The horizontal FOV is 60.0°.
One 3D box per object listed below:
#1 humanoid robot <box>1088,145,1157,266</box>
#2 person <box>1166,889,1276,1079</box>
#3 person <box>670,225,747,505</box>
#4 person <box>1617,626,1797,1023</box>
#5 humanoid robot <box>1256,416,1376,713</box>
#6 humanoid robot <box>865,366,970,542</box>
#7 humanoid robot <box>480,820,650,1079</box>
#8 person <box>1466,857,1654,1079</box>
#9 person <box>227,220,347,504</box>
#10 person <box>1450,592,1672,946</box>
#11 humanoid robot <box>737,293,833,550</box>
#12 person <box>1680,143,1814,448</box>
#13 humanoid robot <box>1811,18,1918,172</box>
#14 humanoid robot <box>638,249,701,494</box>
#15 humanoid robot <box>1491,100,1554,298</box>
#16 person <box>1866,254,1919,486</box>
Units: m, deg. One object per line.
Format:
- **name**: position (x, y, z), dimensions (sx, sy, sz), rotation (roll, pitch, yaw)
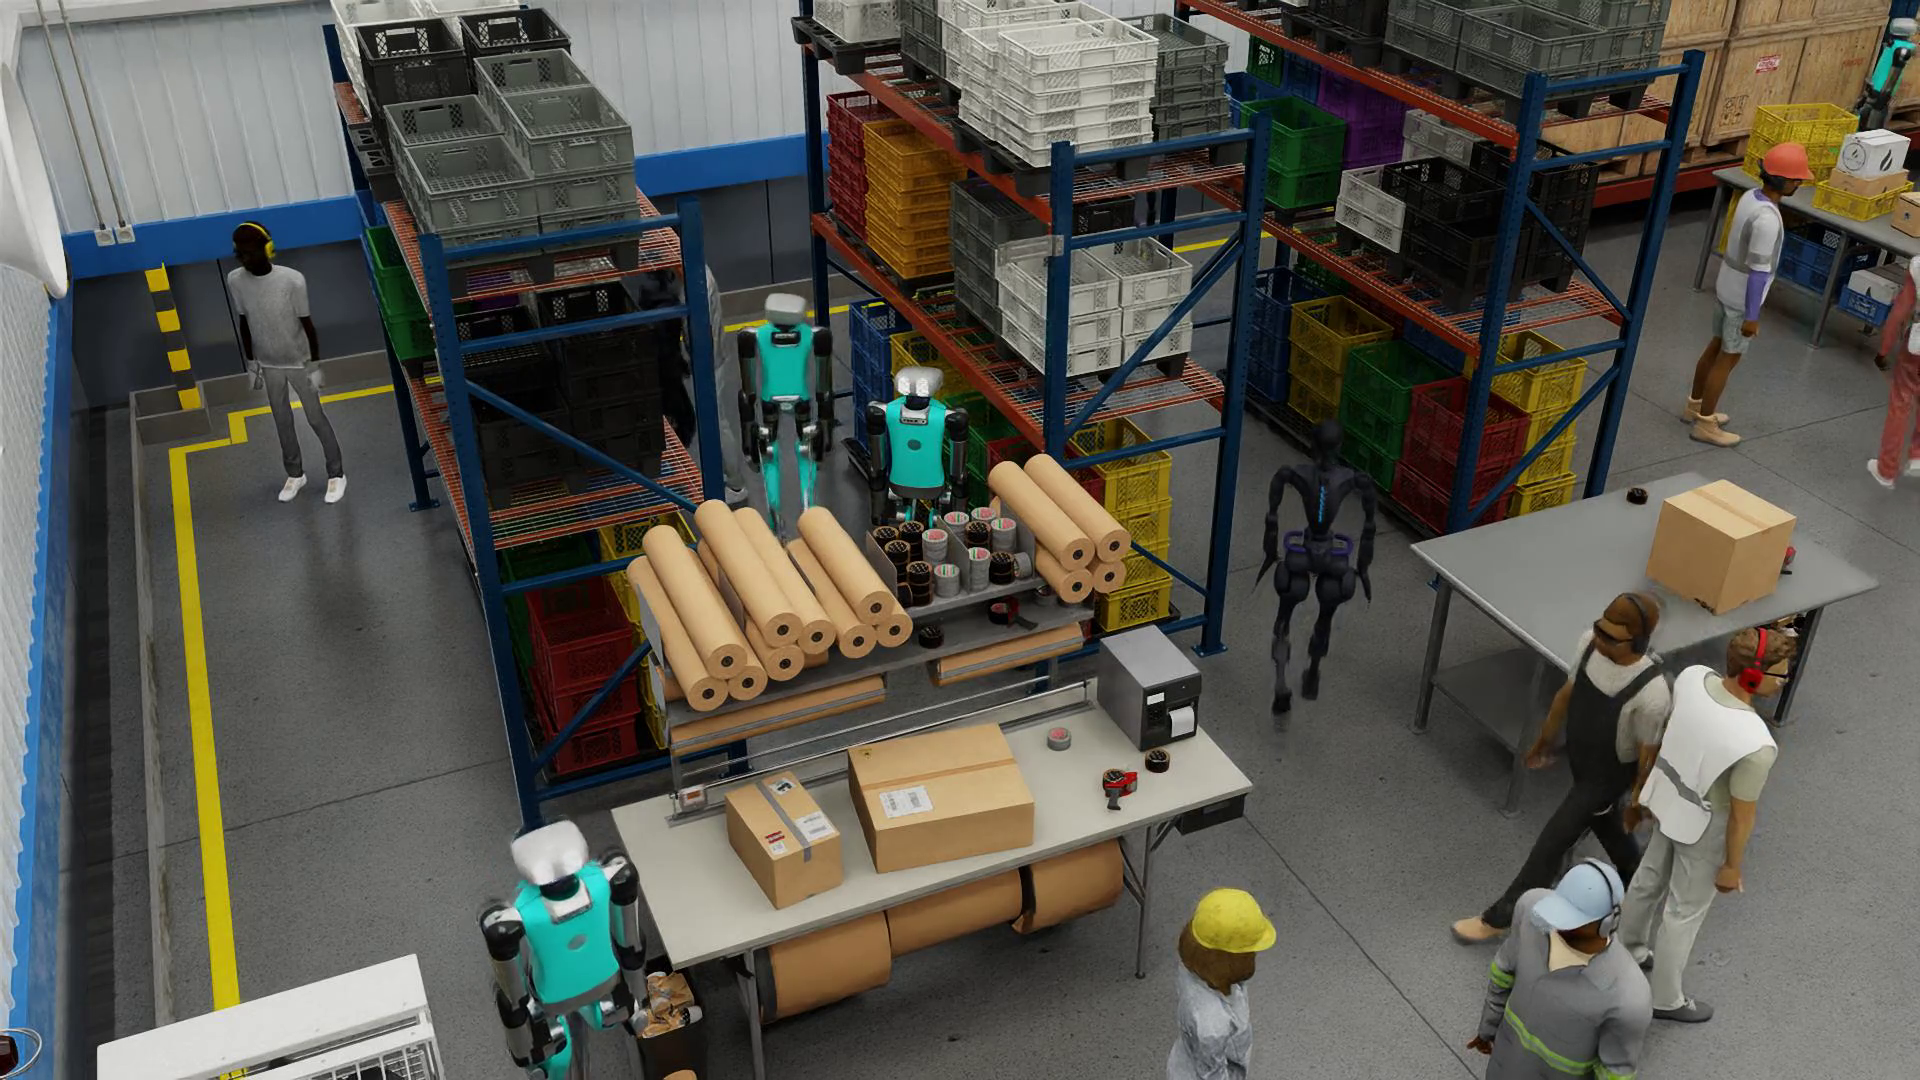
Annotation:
- **humanoid robot**: position (1.133, -2.107, 12.063), dimensions (0.601, 1.630, 0.667), rotation (-3, 32, -5)
- **person**: position (0.838, 1.837, 5.581), dimensions (0.294, 1.743, 0.487), rotation (1, 32, 2)
- **person**: position (-1.580, -1.094, 10.242), dimensions (0.362, 1.856, 0.527), rotation (-10, 33, -16)
- **person**: position (2.925, 1.128, 6.638), dimensions (0.394, 1.840, 0.562), rotation (-5, 32, -8)
- **humanoid robot**: position (1.797, 0.159, 8.375), dimensions (0.585, 1.638, 0.530), rotation (7, 32, 10)
- **humanoid robot**: position (-0.185, -0.244, 8.839), dimensions (0.533, 1.677, 0.735), rotation (4, 32, 7)
- **humanoid robot**: position (-1.413, 1.633, 5.921), dimensions (0.544, 1.765, 0.940), rotation (-20, 37, -29)
- **person**: position (1.939, 1.778, 5.572), dimensions (0.378, 1.853, 0.587), rotation (-14, 34, -22)
- **person**: position (-4.145, -1.078, 10.209), dimensions (0.497, 1.861, 0.320), rotation (3, 32, 5)
- **person**: position (2.679, 0.955, 6.966), dimensions (0.980, 1.794, 0.518), rotation (-5, 32, -9)
- **humanoid robot**: position (-0.945, -0.383, 9.243), dimensions (0.555, 1.831, 0.863), rotation (-3, 32, -5)
- **person**: position (5.155, -1.604, 10.886), dimensions (0.390, 2.040, 0.613), rotation (5, 32, 9)
- **humanoid robot**: position (7.718, -3.669, 14.552), dimensions (0.802, 1.794, 0.530), rotation (11, 33, 17)
- **humanoid robot**: position (-1.788, -1.035, 10.305), dimensions (0.328, 1.647, 0.593), rotation (-3, 32, -5)
- **humanoid robot**: position (4.573, -2.781, 13.121), dimensions (0.540, 1.793, 0.910), rotation (-22, 38, -31)
- **person**: position (6.054, -1.204, 10.369), dimensions (0.616, 1.899, 0.476), rotation (6, 32, 10)
